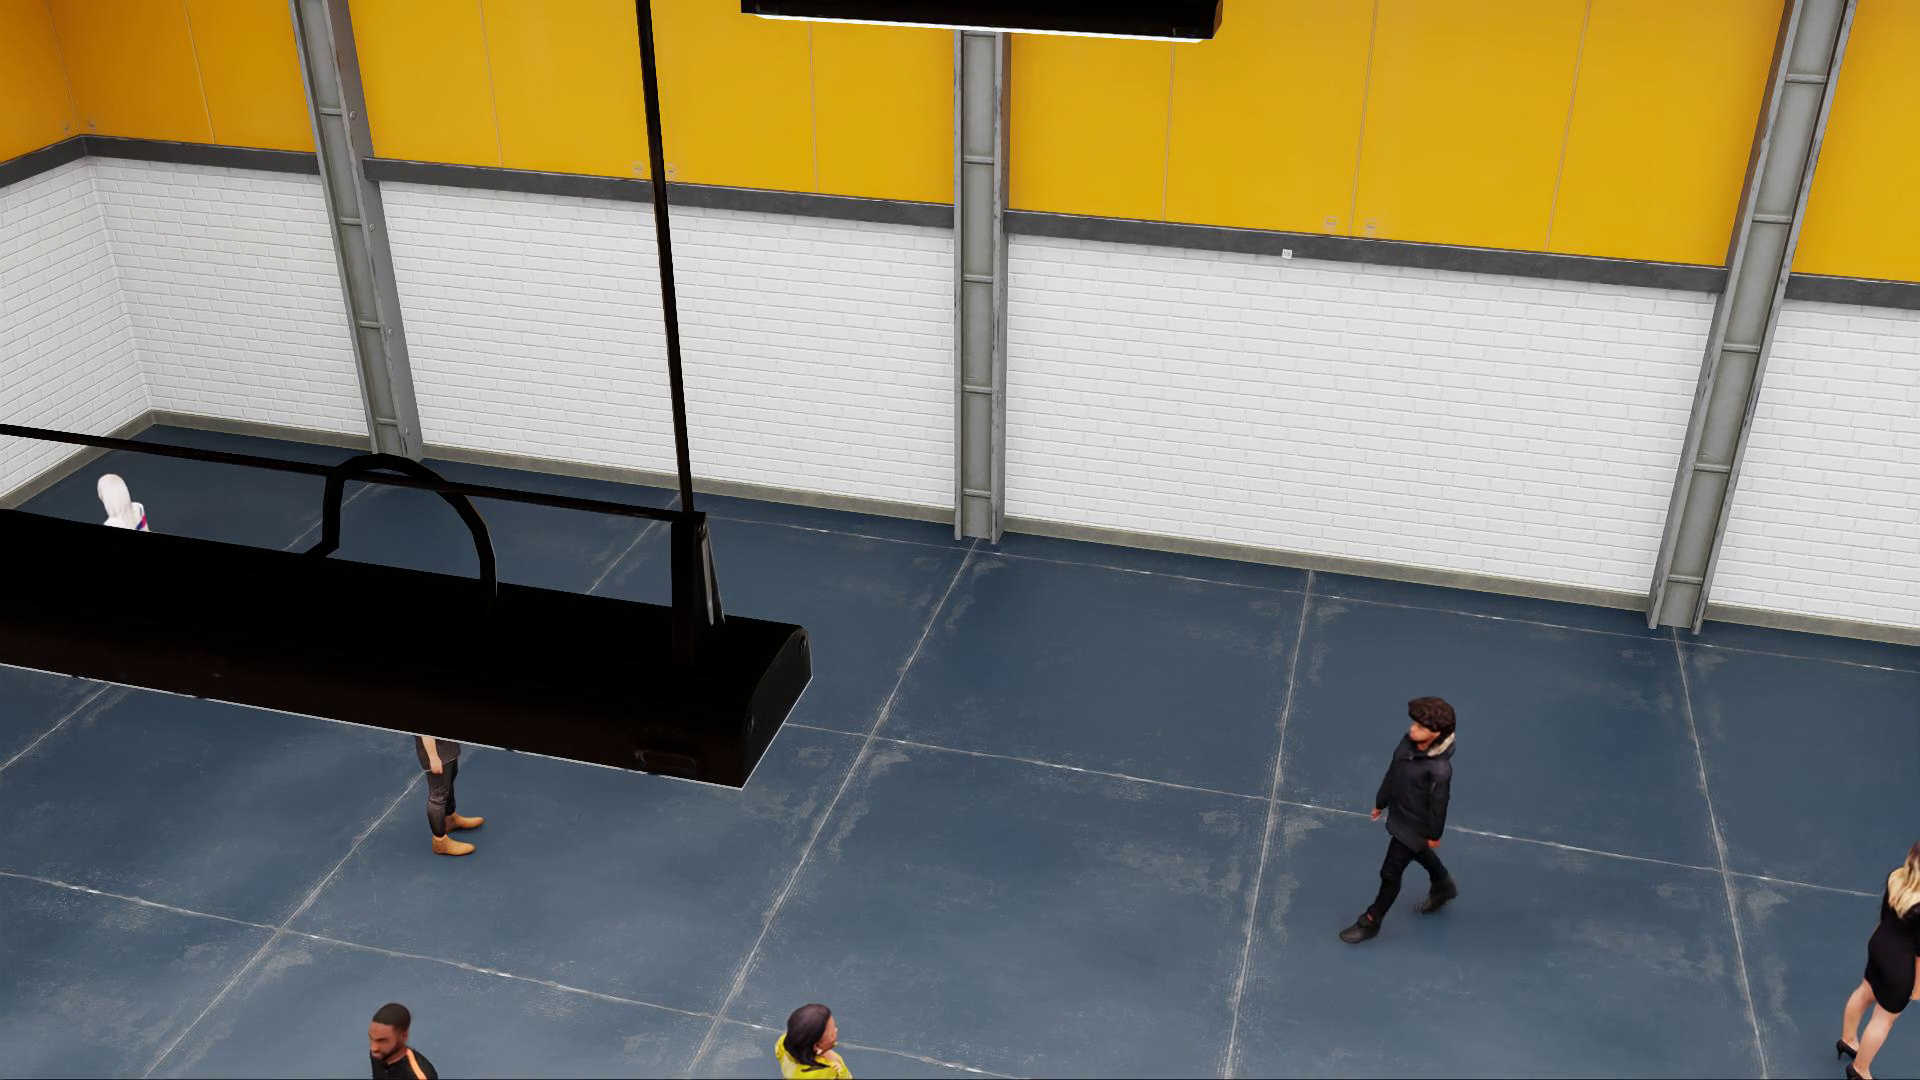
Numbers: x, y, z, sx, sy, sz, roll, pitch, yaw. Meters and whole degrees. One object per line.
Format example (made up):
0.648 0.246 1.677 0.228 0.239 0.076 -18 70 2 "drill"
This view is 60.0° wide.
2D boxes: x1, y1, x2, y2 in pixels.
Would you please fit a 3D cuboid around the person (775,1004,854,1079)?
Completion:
-0.701 2.915 8.141 1.054 1.660 0.987 -17 33 -28 "person"

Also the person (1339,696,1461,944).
2.860 1.691 10.274 1.202 1.757 0.963 -6 29 -11 "person"

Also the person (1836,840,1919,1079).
5.134 2.341 9.168 0.566 1.674 0.599 0 29 -1 "person"

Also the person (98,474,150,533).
-6.233 0.325 12.764 1.095 1.770 0.662 7 29 12 "person"

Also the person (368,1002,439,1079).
-2.597 2.925 7.959 0.612 1.807 0.762 21 35 33 "person"
